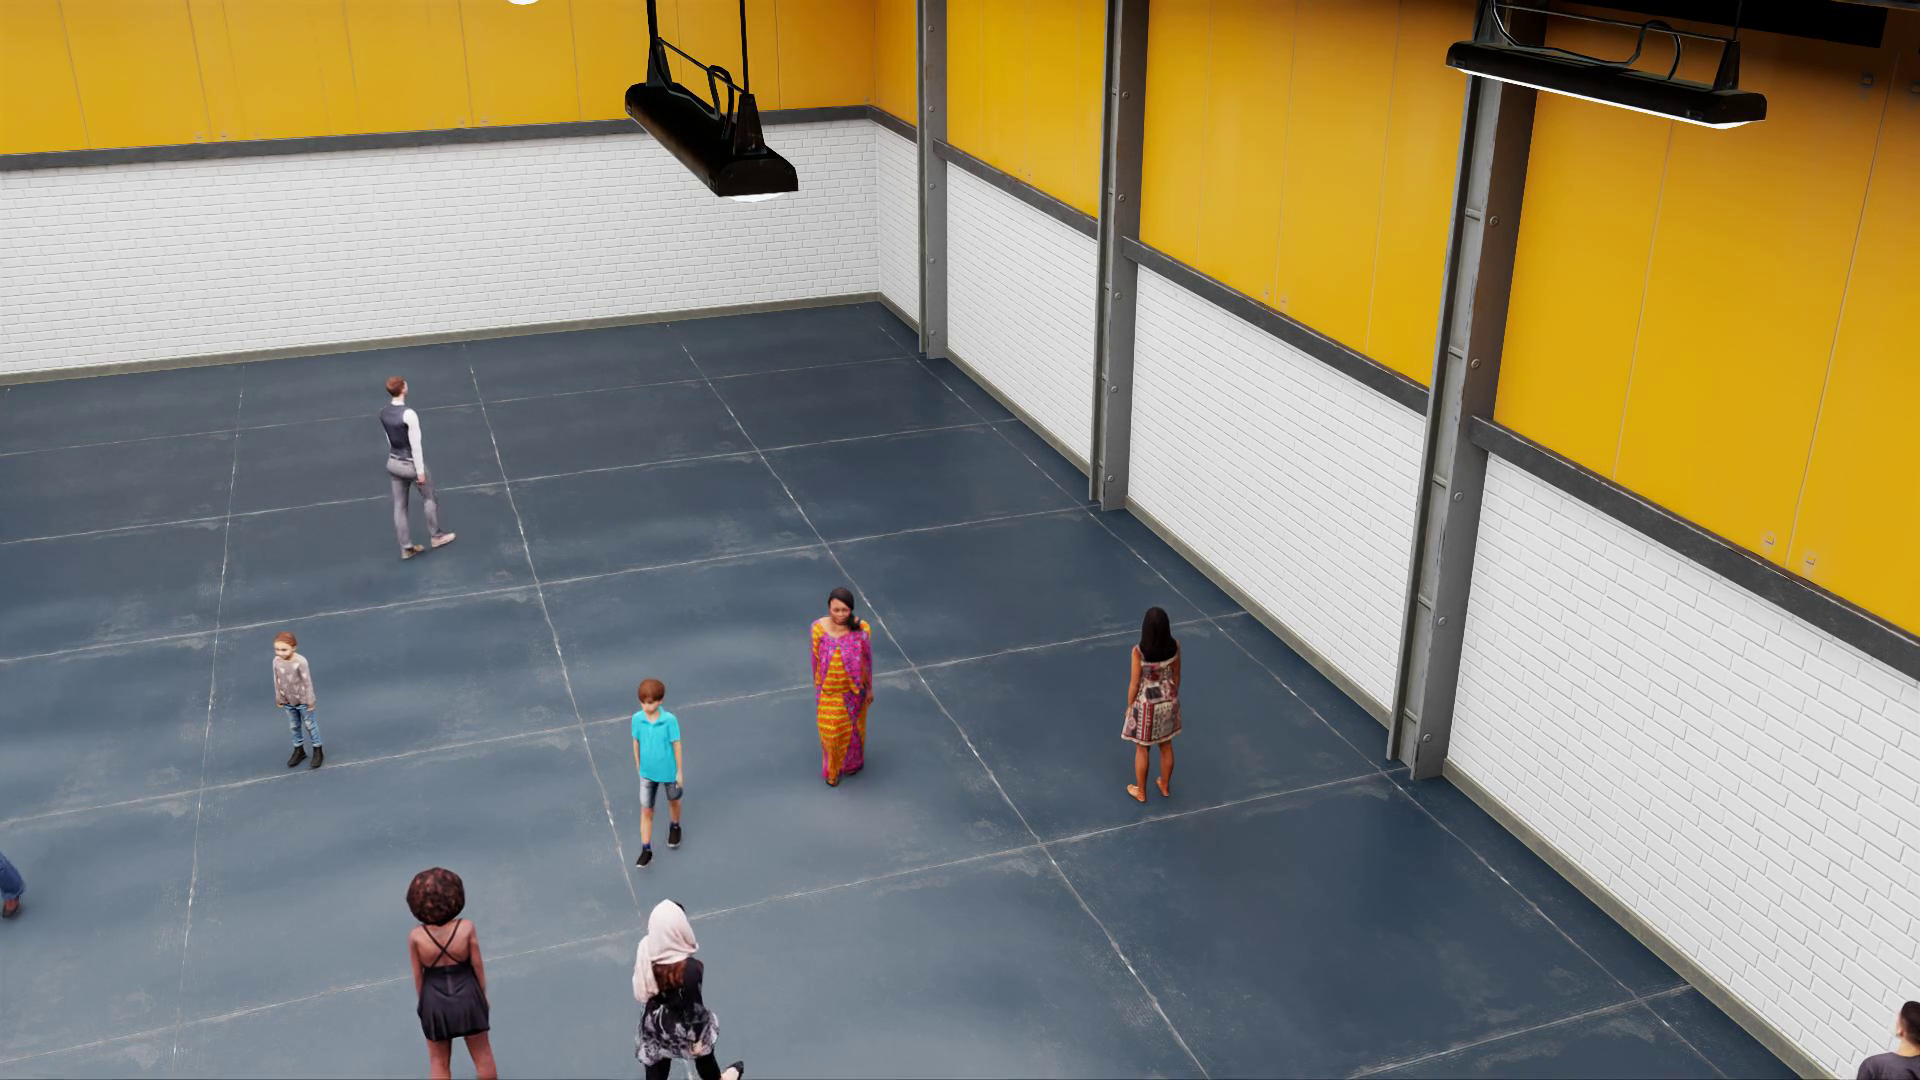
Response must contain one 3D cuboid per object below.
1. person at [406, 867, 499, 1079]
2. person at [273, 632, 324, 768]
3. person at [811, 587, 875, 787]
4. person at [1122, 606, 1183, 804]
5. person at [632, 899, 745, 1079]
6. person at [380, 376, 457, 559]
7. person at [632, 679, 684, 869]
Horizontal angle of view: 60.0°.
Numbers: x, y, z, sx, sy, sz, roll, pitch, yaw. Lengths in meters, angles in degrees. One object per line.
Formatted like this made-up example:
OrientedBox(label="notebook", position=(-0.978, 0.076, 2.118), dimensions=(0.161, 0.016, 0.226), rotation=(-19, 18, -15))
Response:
OrientedBox(label="person", position=(-2.888, 2.668, 9.470), dimensions=(0.545, 1.782, 0.551), rotation=(-8, 25, -18))
OrientedBox(label="person", position=(-5.348, 1.264, 13.418), dimensions=(0.542, 1.193, 0.569), rotation=(3, 24, 8))
OrientedBox(label="person", position=(-0.915, 1.104, 13.209), dimensions=(0.738, 1.651, 0.836), rotation=(-2, 24, -5))
OrientedBox(label="person", position=(1.498, 1.263, 12.854), dimensions=(0.646, 1.645, 0.514), rotation=(-8, 25, -17))
OrientedBox(label="person", position=(-1.679, 2.796, 9.418), dimensions=(1.109, 1.589, 1.124), rotation=(13, 27, 27))
OrientedBox(label="person", position=(-5.738, -0.722, 17.052), dimensions=(0.985, 1.919, 1.038), rotation=(12, 26, 25))
OrientedBox(label="person", position=(-2.192, 1.643, 12.264), dimensions=(0.750, 1.422, 0.945), rotation=(1, 24, 2))
